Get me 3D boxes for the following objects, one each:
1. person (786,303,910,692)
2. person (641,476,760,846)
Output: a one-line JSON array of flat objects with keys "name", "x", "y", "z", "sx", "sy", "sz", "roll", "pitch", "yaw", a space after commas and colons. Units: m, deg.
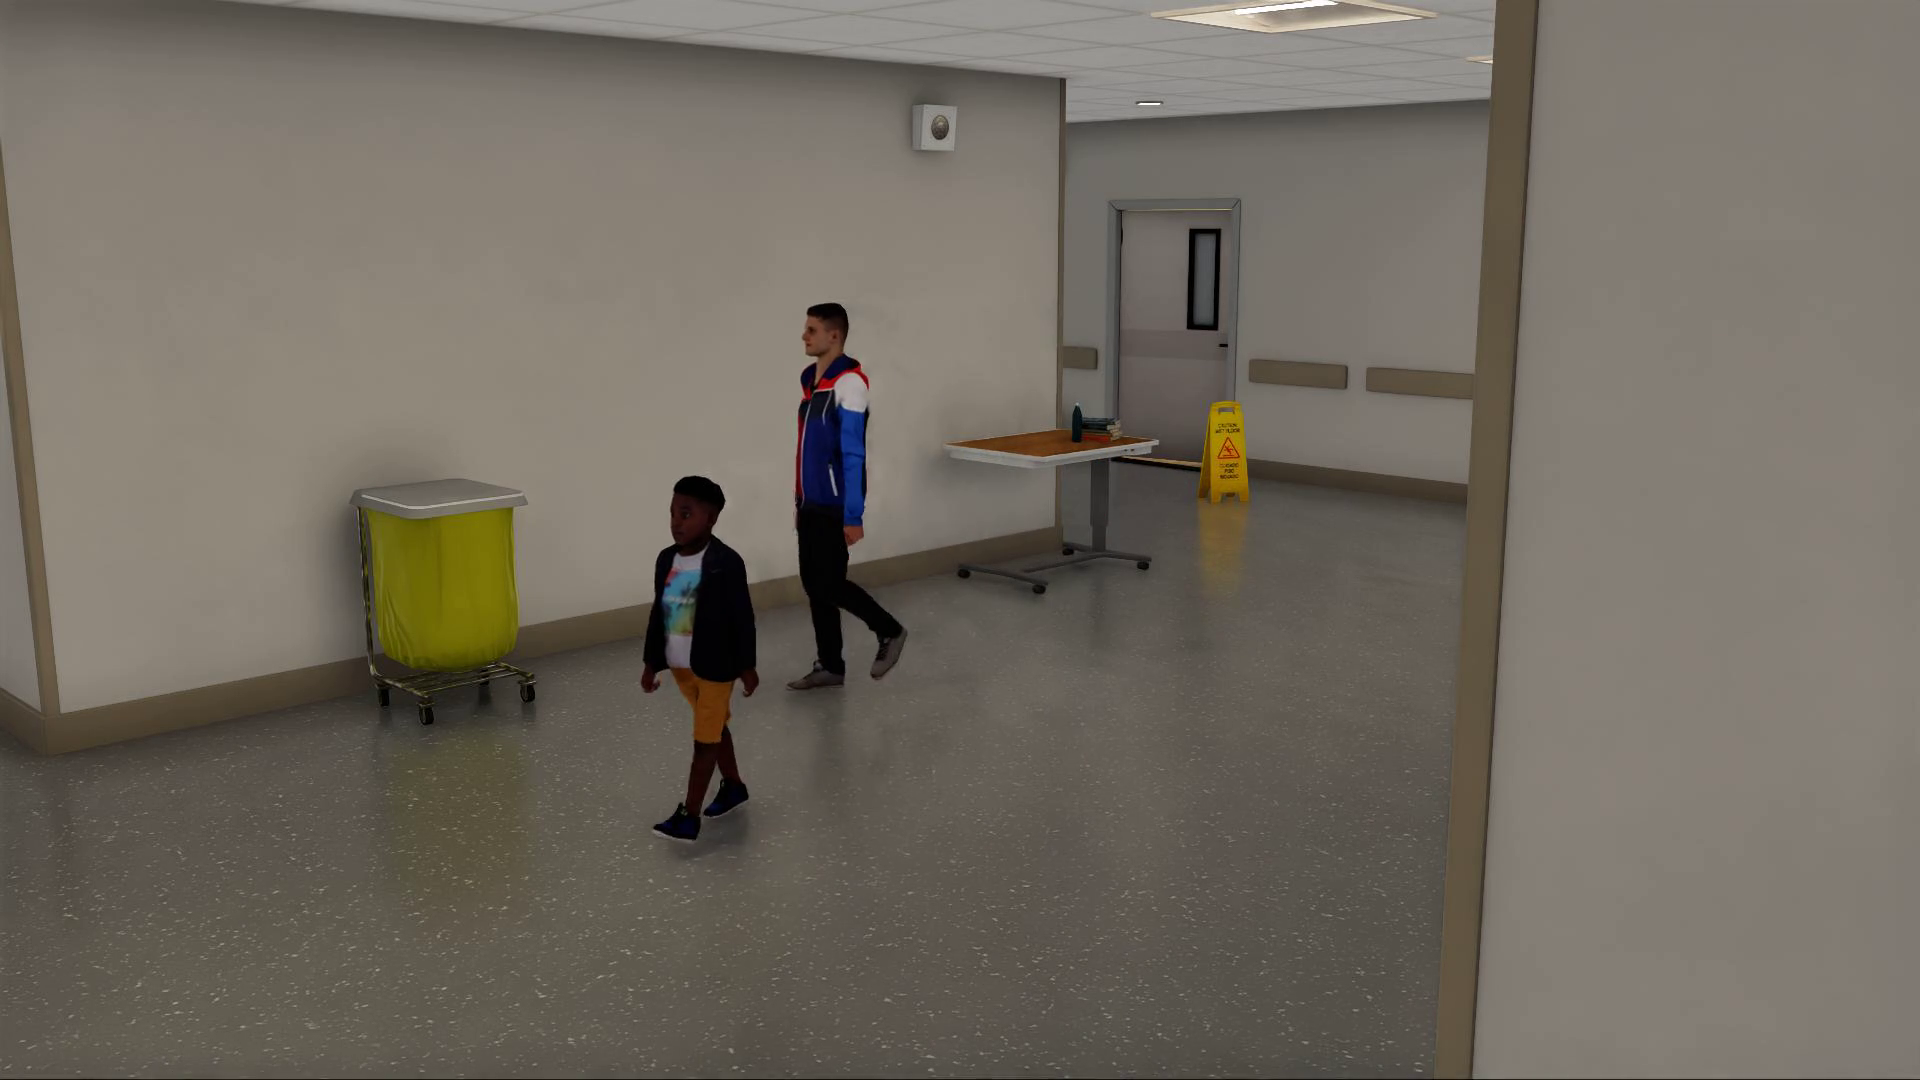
[{"name": "person", "x": -0.507, "y": -0.176, "z": 7.466, "sx": 0.832, "sy": 1.748, "sz": 0.817, "roll": -5, "pitch": 12, "yaw": -27}, {"name": "person", "x": -0.848, "y": 0.399, "z": 5.788, "sx": 0.830, "sy": 1.243, "sz": 0.731, "roll": 6, "pitch": 12, "yaw": 28}]
